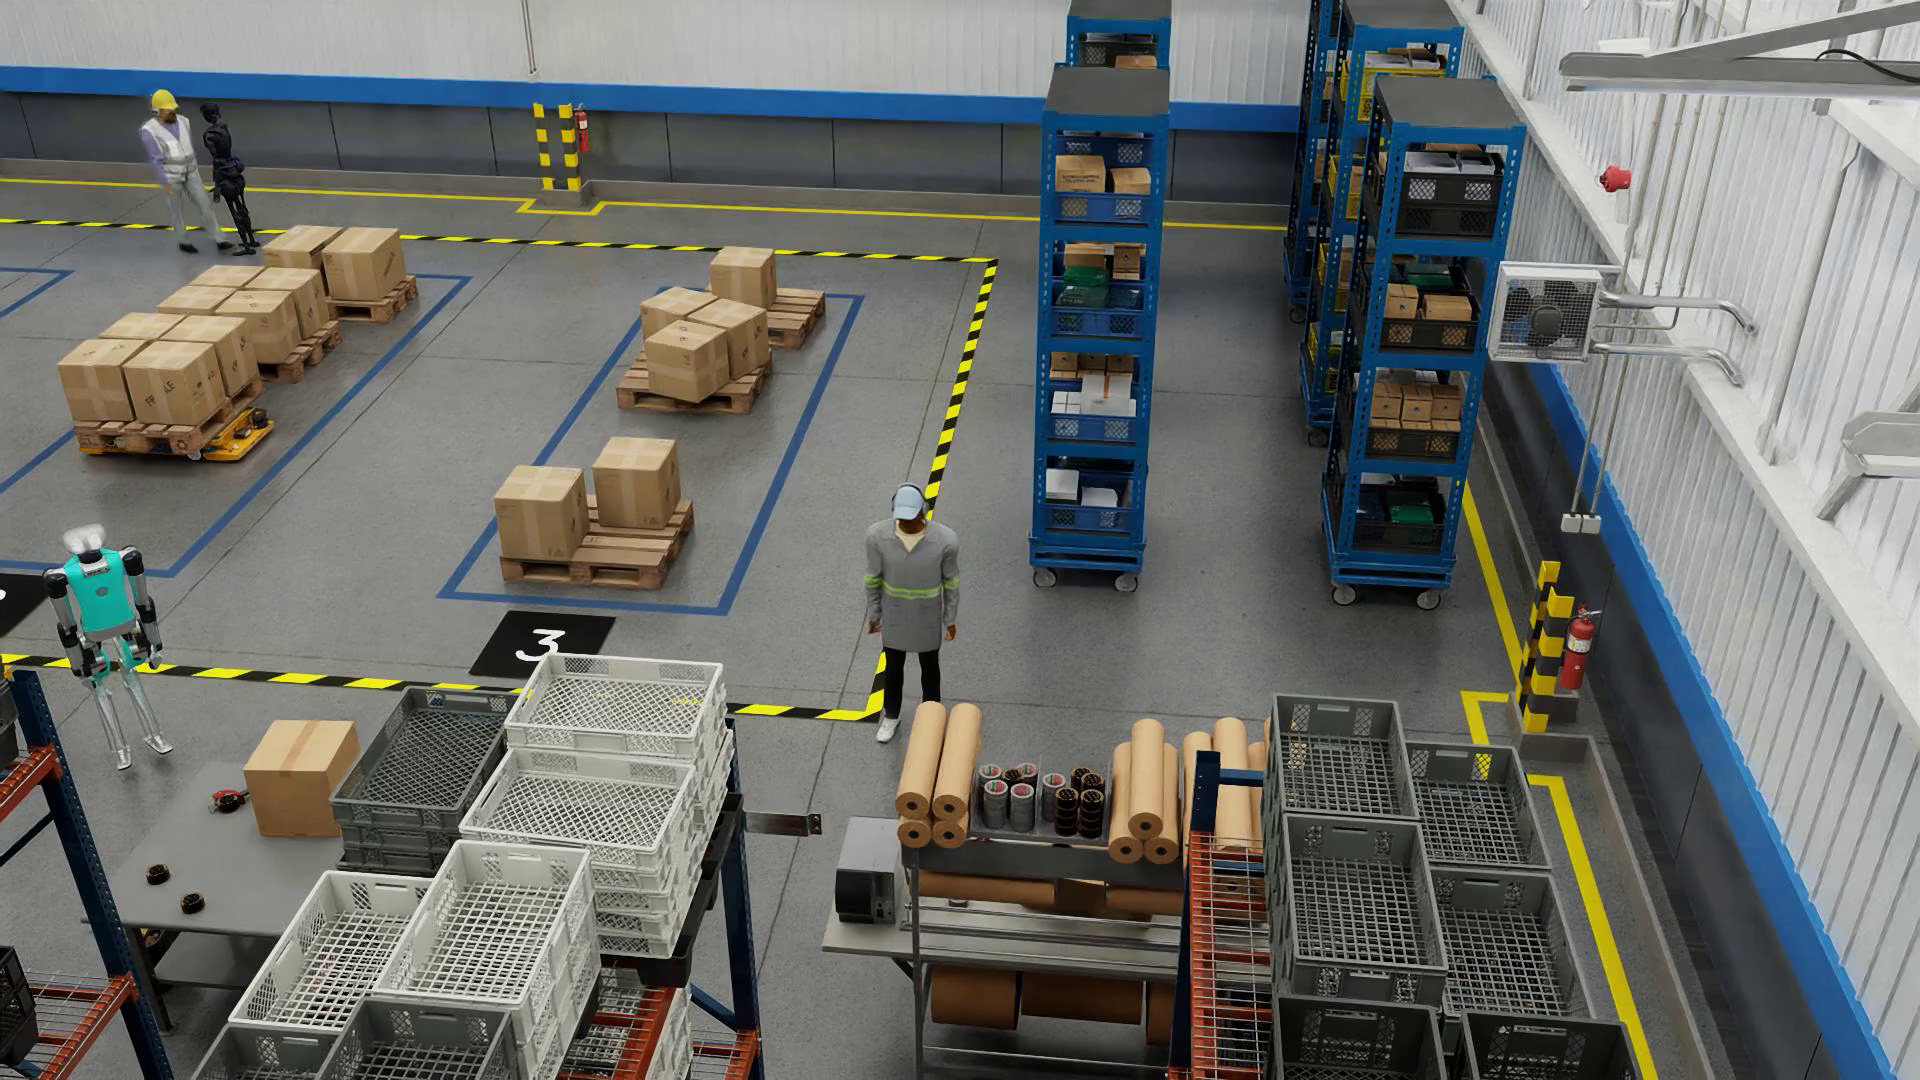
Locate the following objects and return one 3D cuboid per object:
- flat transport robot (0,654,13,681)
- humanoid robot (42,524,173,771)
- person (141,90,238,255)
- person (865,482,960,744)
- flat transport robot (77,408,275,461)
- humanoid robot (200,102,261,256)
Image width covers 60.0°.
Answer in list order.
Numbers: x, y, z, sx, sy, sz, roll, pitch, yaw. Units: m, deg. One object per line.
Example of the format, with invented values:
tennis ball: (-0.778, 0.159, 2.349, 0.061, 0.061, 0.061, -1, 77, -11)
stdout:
flat transport robot: (-7.142, 0.969, 11.010, 1.431, 0.231, 0.659, 3, 30, 6)
humanoid robot: (-5.173, 0.578, 10.089, 0.533, 1.675, 0.735, -21, 36, -32)
person: (-8.313, -3.906, 17.861, 0.776, 1.804, 0.600, 18, 35, 28)
person: (-0.297, 0.466, 10.300, 0.589, 1.852, 0.401, 3, 30, 6)
flat transport robot: (-6.728, -0.944, 14.268, 1.431, 0.197, 0.652, 3, 30, 6)
humanoid robot: (-7.919, -3.908, 17.974, 0.315, 1.653, 0.599, -2, 30, -4)
